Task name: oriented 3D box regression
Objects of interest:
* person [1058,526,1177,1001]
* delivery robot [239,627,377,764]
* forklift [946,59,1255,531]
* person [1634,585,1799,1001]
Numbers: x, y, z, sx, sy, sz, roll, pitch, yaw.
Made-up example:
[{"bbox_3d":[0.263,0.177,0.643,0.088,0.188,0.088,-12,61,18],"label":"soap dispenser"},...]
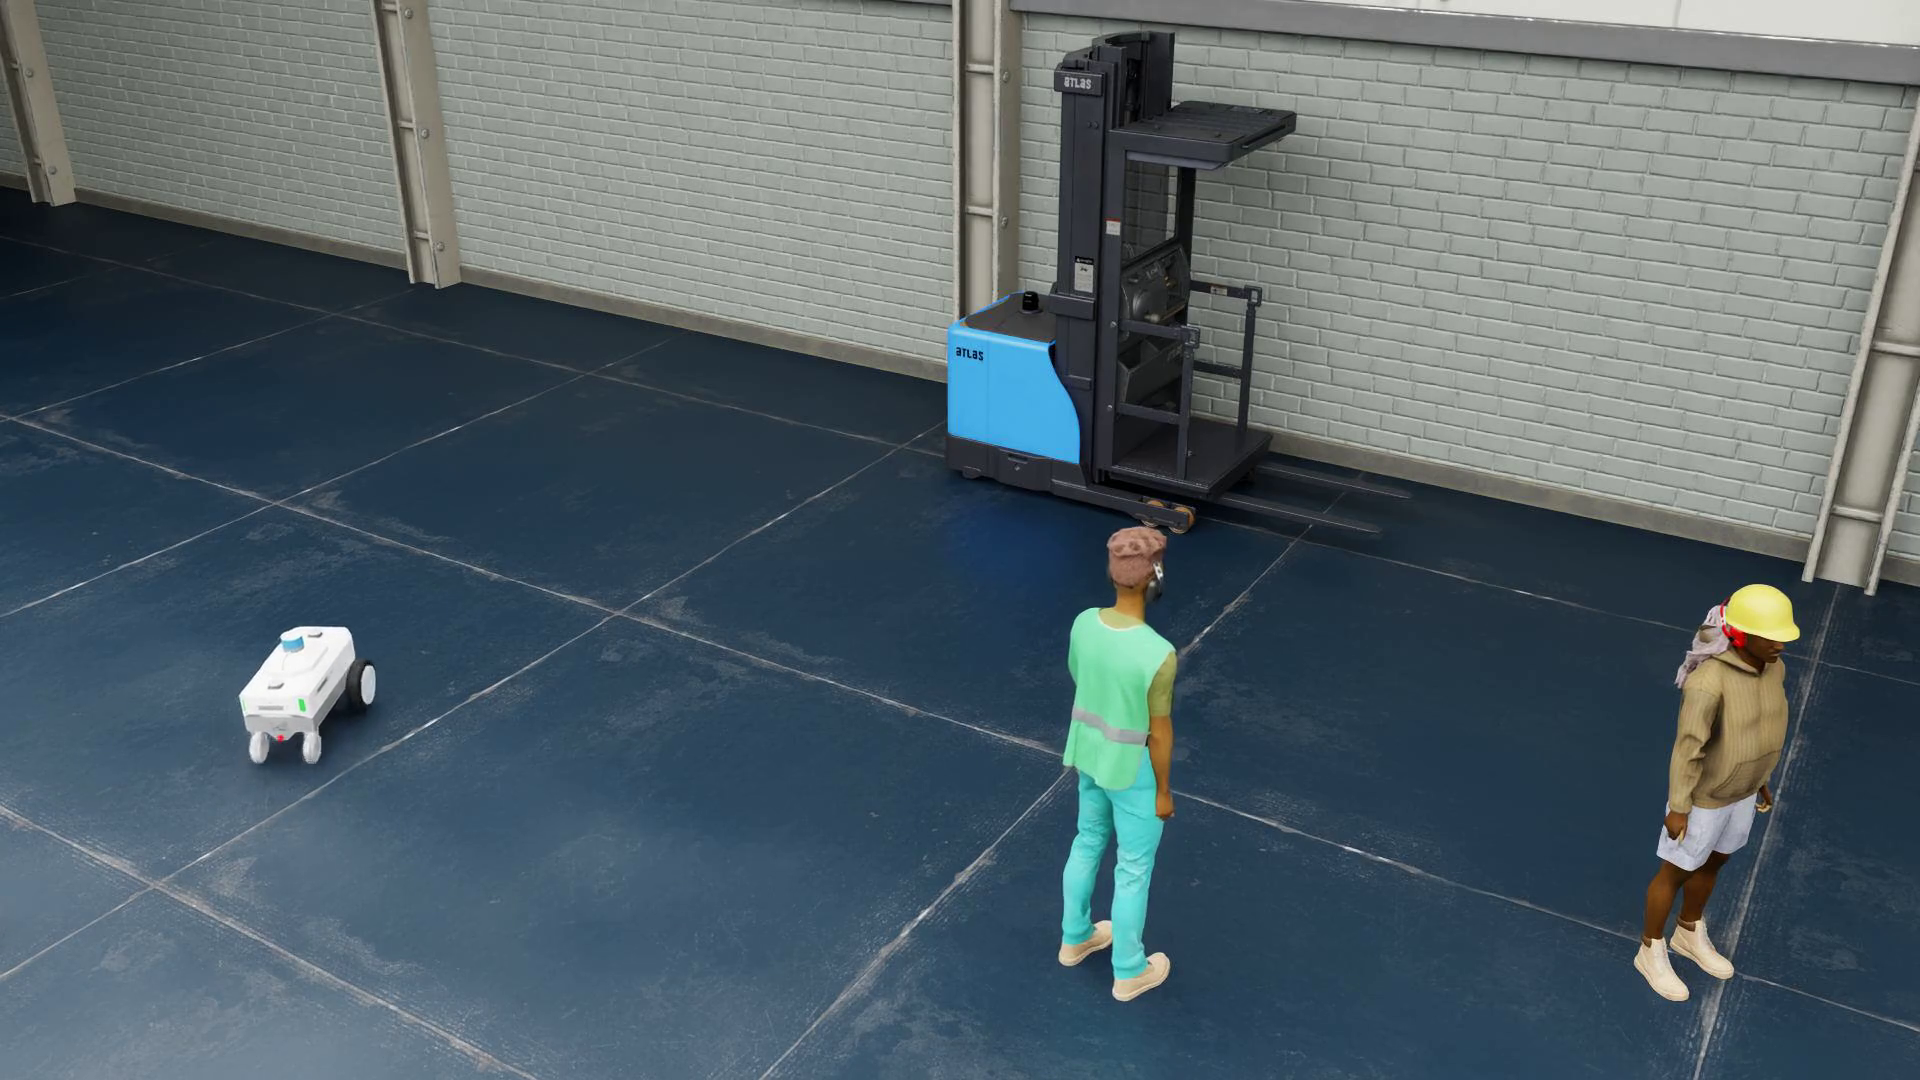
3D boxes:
[{"bbox_3d":[0.607,0.875,6.429,0.384,1.971,0.479,-20,32,-36],"label":"person"},{"bbox_3d":[-3.310,0.738,8.382,0.499,0.612,0.816,1,25,1],"label":"delivery robot"},{"bbox_3d":[0.933,-1.707,10.833,1.873,2.768,1.129,15,29,28],"label":"forklift"},{"bbox_3d":[2.929,0.956,6.486,0.535,1.763,0.405,-13,28,-25],"label":"person"}]
